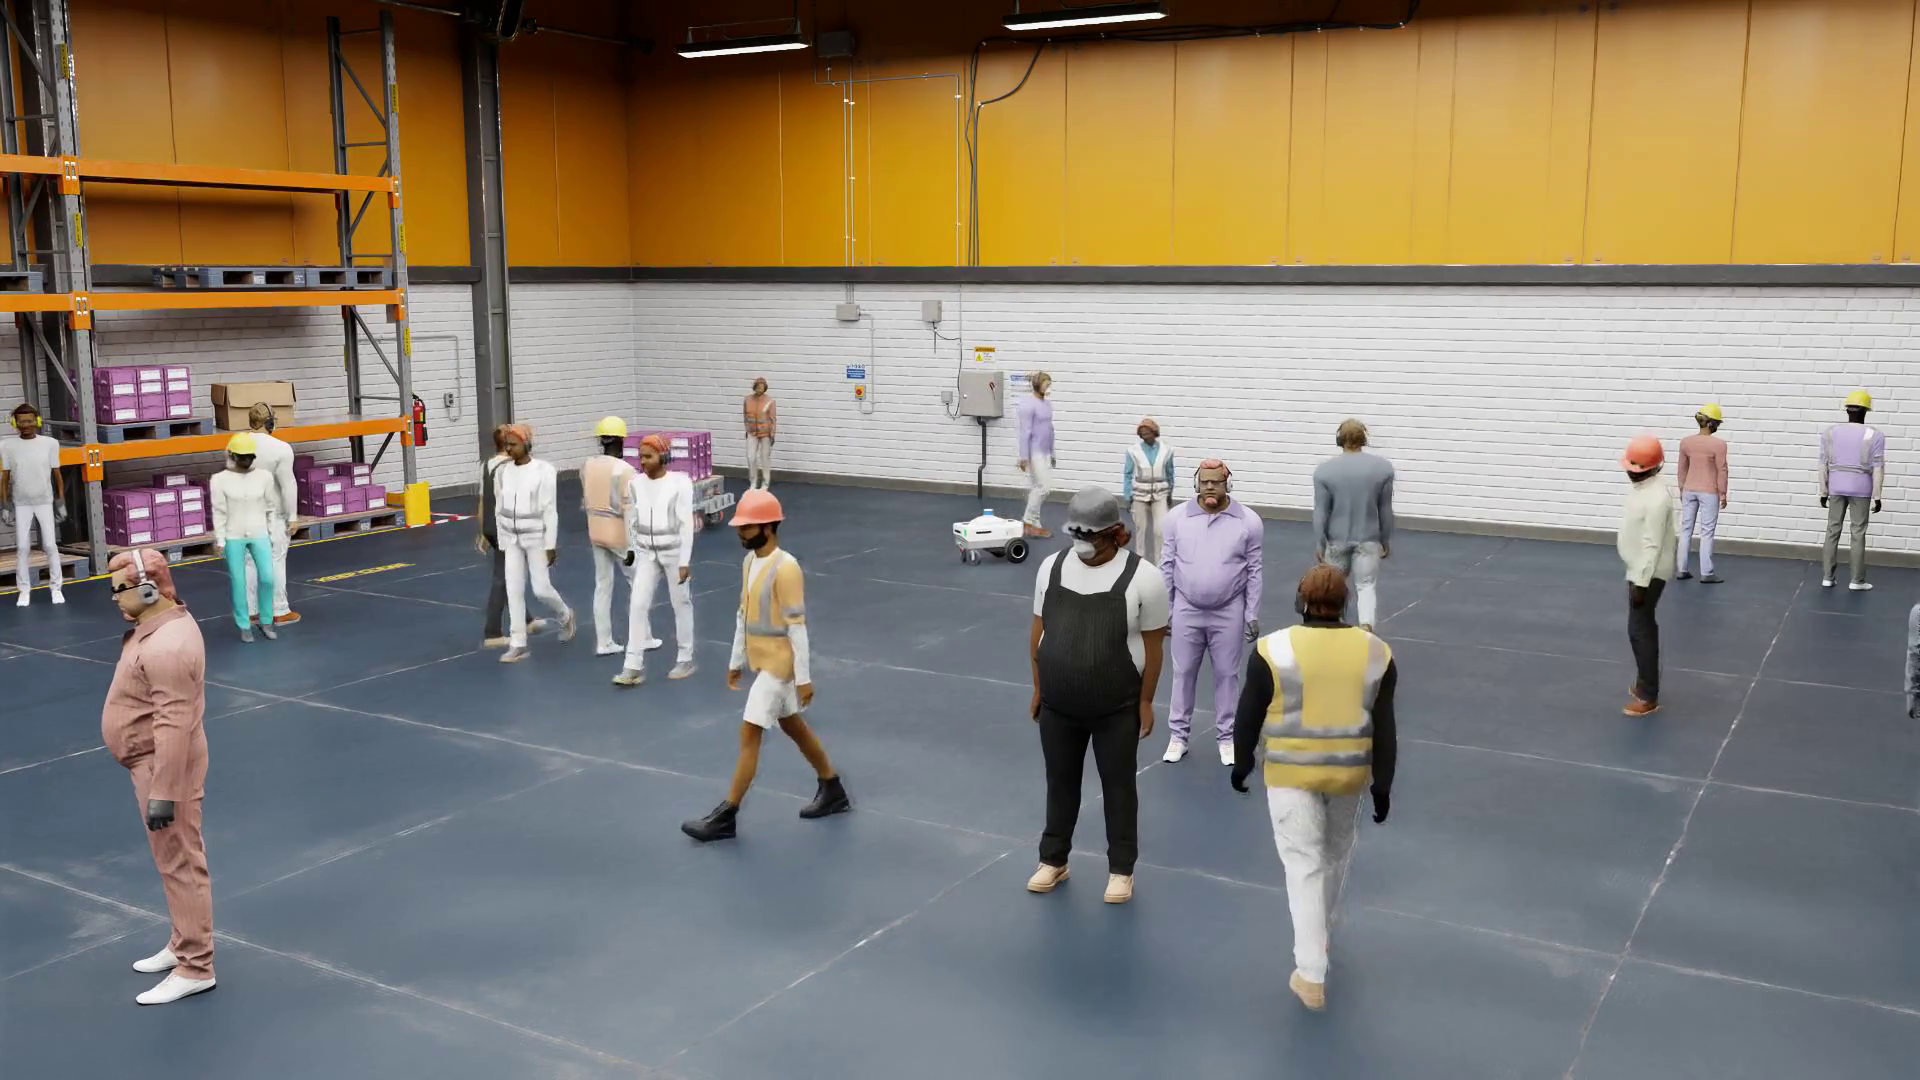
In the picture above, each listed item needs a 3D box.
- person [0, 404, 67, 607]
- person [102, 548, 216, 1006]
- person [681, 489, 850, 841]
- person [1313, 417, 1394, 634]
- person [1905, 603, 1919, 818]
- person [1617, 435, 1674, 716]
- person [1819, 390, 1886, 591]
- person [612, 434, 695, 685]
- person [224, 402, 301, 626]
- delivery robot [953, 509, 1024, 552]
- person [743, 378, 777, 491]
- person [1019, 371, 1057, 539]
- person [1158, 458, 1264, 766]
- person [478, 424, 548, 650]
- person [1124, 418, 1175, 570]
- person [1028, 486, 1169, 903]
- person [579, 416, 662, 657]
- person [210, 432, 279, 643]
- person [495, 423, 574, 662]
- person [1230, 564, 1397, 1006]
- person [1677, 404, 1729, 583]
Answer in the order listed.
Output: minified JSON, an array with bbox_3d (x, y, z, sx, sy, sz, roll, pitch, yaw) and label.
[{"bbox_3d":[-8.470,-0.320,15.201,0.512,1.860,0.321,-4,10,-25],"label":"person"},{"bbox_3d":[-3.355,0.974,6.977,0.409,1.903,0.639,-4,10,-25],"label":"person"},{"bbox_3d":[-1.027,0.654,9.039,1.012,1.885,0.569,-5,10,-27],"label":"person"},{"bbox_3d":[3.062,0.002,12.986,0.632,1.916,0.756,1,9,7],"label":"person"},{"bbox_3d":[5.300,0.828,8.840,0.508,1.595,0.831,4,10,24],"label":"person"},{"bbox_3d":[4.722,0.227,11.537,0.420,1.950,0.790,2,9,14],"label":"person"},{"bbox_3d":[8.539,-0.474,15.942,0.370,1.924,0.586,-8,12,-42],"label":"person"},{"bbox_3d":[-2.235,0.161,12.222,0.599,1.851,0.880,3,10,20],"label":"person"},{"bbox_3d":[-5.986,-0.216,14.310,0.625,1.935,0.364,2,9,10],"label":"person"},{"bbox_3d":[0.296,-0.082,17.464,0.707,0.478,0.477,-4,10,-22],"label":"delivery robot"},{"bbox_3d":[-2.747,-1.448,22.995,0.534,1.594,0.510,2,9,15],"label":"person"},{"bbox_3d":[0.912,-0.960,18.970,0.436,1.925,0.658,4,10,26],"label":"person"},{"bbox_3d":[1.537,0.443,10.269,0.639,1.910,0.407,2,9,12],"label":"person"},{"bbox_3d":[-3.618,-0.042,13.613,0.536,1.811,0.862,8,12,40],"label":"person"},{"bbox_3d":[1.875,-0.406,16.488,0.532,1.606,0.668,0,9,-2],"label":"person"},{"bbox_3d":[0.627,0.735,8.031,0.672,2.000,0.536,4,10,23],"label":"person"},{"bbox_3d":[-2.728,-0.035,13.243,0.598,1.903,0.620,5,10,29],"label":"person"},{"bbox_3d":[-5.833,-0.010,13.597,0.521,1.744,0.476,-7,11,-36],"label":"person"},{"bbox_3d":[-3.385,0.004,13.115,0.593,1.872,0.689,3,10,21],"label":"person"},{"bbox_3d":[1.494,0.996,7.163,0.636,1.794,0.920,-1,9,-8],"label":"person"},{"bbox_3d":[7.306,-0.456,16.350,0.328,1.760,0.524,-6,11,-31],"label":"person"}]
